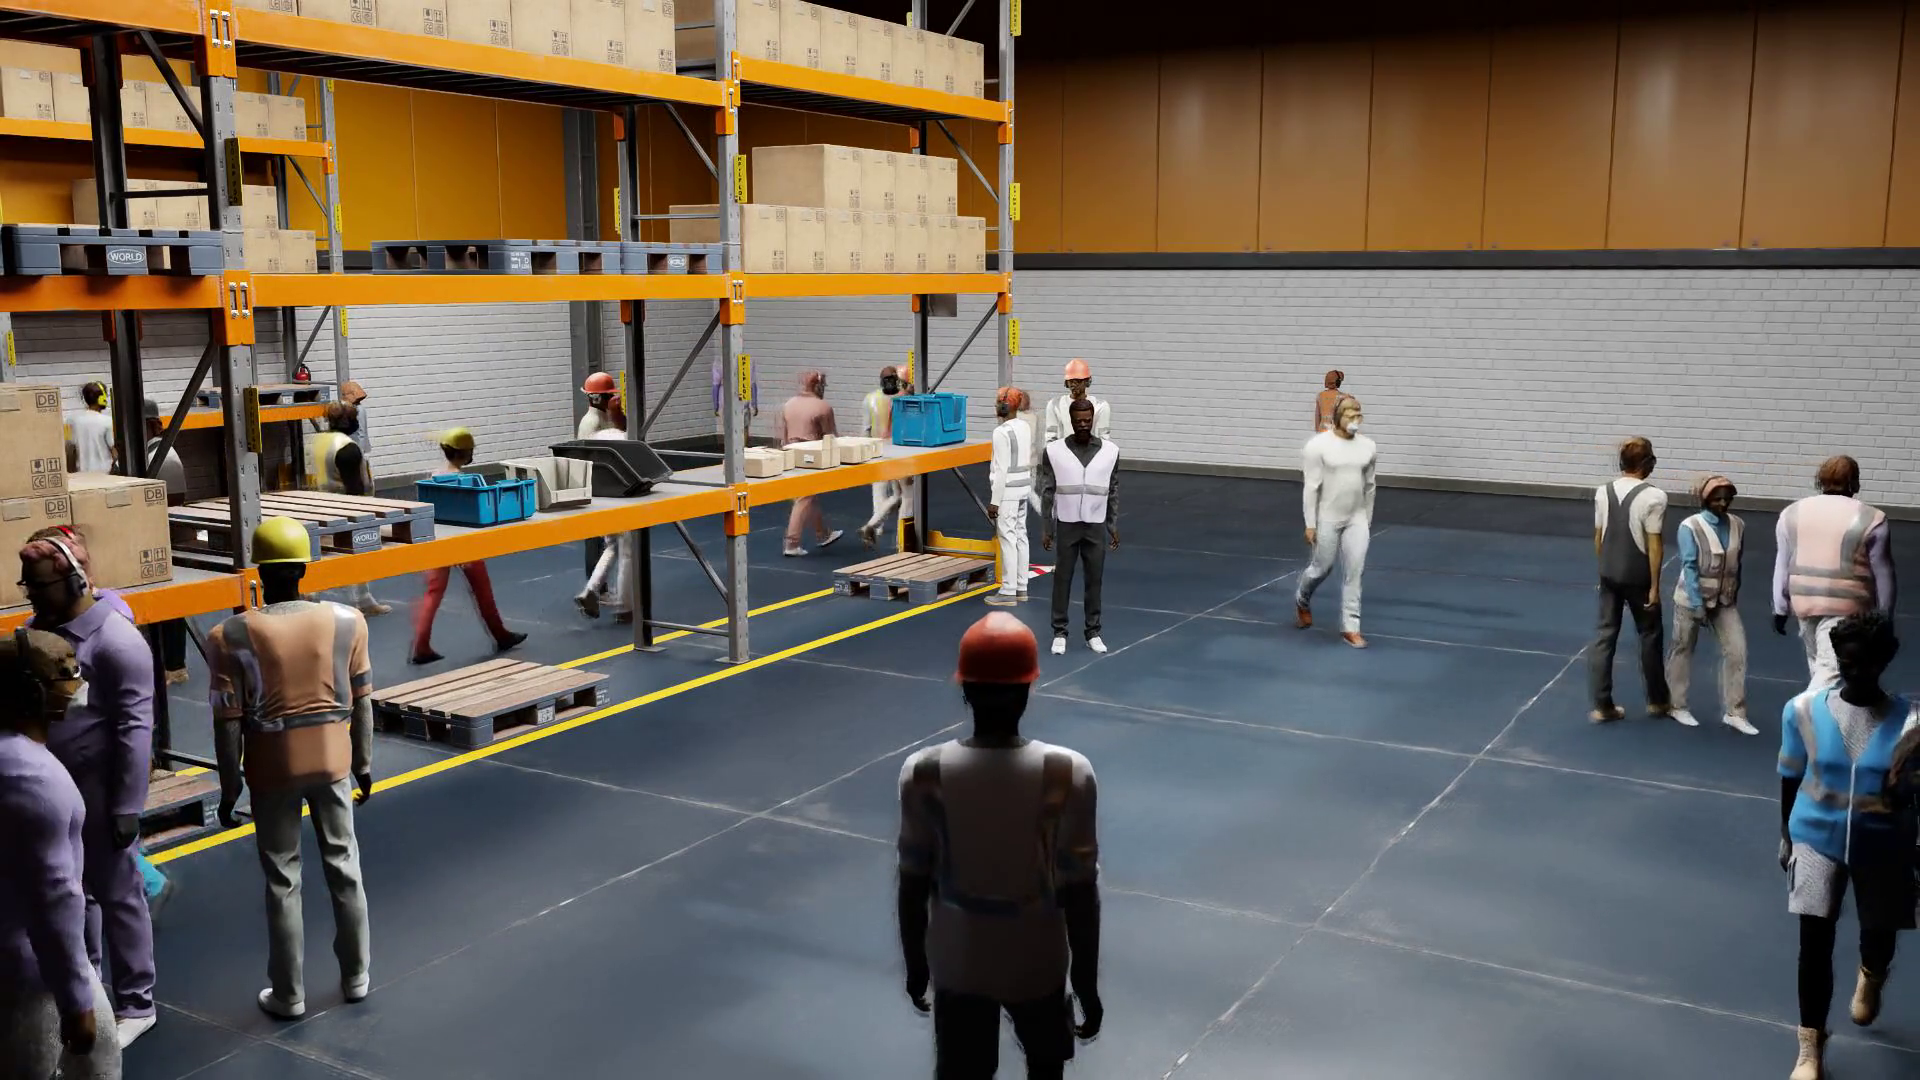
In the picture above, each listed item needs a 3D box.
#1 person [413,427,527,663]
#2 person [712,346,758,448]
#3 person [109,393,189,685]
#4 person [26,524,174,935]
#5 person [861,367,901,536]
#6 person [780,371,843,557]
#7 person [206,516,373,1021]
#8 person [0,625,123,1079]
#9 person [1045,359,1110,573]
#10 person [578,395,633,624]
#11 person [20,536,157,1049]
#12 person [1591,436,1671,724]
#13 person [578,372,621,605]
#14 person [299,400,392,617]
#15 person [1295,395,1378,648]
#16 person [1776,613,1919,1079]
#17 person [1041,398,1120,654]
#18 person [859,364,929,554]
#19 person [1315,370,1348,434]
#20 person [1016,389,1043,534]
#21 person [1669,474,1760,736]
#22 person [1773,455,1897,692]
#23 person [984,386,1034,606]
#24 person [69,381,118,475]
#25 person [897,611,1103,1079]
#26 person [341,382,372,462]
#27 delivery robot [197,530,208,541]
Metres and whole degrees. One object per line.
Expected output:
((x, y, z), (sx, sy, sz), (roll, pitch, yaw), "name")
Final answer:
((-3.681, 0.025, 12.270), (0.526, 1.719, 0.912), (6, 11, 34), "person")
((-3.216, -1.979, 23.822), (0.646, 2.020, 0.720), (-1, 9, -4), "person")
((-5.654, -0.010, 11.486), (0.683, 2.000, 0.537), (8, 12, 41), "person")
((-3.637, 0.824, 6.952), (0.610, 1.822, 0.438), (7, 11, 36), "person")
((-0.747, -0.956, 18.057), (0.660, 1.839, 0.429), (-1, 9, -8), "person")
((-1.446, -0.776, 16.836), (0.654, 1.856, 0.968), (9, 12, 43), "person")
((-2.539, 0.868, 6.357), (0.588, 1.928, 0.383), (-6, 11, -34), "person")
((-2.634, 1.179, 4.542), (0.982, 1.903, 0.642), (-7, 12, -39), "person")
((1.103, -0.688, 15.705), (0.615, 2.043, 0.373), (1, 9, 7), "person")
((-2.788, -0.232, 13.384), (0.611, 1.871, 0.496), (6, 11, 33), "person")
((-3.235, 0.926, 6.082), (0.639, 1.903, 0.409), (4, 10, 26), "person")
((4.316, 0.246, 10.568), (0.784, 1.816, 0.521), (-7, 11, -36), "person")
((-3.102, -0.449, 14.363), (0.387, 1.996, 0.611), (-1, 9, -9), "person")
((-5.054, -0.227, 13.524), (0.733, 1.819, 0.635), (-7, 11, -37), "person")
((2.898, -0.164, 12.825), (0.635, 1.918, 0.828), (-2, 9, -15), "person")
((3.187, 1.064, 5.921), (0.538, 1.669, 0.723), (6, 11, 34), "person")
((0.902, -0.103, 12.458), (0.601, 1.914, 0.383), (-1, 9, -7), "person")
((-0.619, -0.781, 16.523), (0.606, 1.966, 0.642), (-5, 11, -30), "person")
((4.647, -1.299, 20.772), (0.309, 1.641, 0.513), (-7, 12, -38), "person")
((0.702, -0.790, 17.664), (0.526, 1.625, 0.552), (-7, 11, -37), "person")
((4.653, 0.404, 10.237), (0.523, 1.606, 0.713), (-3, 10, -17), "person")
((5.103, 0.398, 9.749), (0.953, 1.793, 0.624), (-6, 11, -33), "person")
((0.421, -0.377, 14.262), (0.356, 1.885, 0.574), (5, 10, 27), "person")
((-8.159, -0.572, 15.644), (0.534, 1.844, 0.796), (2, 9, 15), "person")
((0.113, 1.149, 4.612), (0.580, 1.921, 0.453), (1, 9, 9), "person")
((-6.776, -0.967, 18.722), (0.287, 1.633, 0.498), (-4, 10, -23), "person")
((-6.866, 0.037, 15.513), (0.707, 0.478, 0.477), (-8, 12, -42), "delivery robot")
